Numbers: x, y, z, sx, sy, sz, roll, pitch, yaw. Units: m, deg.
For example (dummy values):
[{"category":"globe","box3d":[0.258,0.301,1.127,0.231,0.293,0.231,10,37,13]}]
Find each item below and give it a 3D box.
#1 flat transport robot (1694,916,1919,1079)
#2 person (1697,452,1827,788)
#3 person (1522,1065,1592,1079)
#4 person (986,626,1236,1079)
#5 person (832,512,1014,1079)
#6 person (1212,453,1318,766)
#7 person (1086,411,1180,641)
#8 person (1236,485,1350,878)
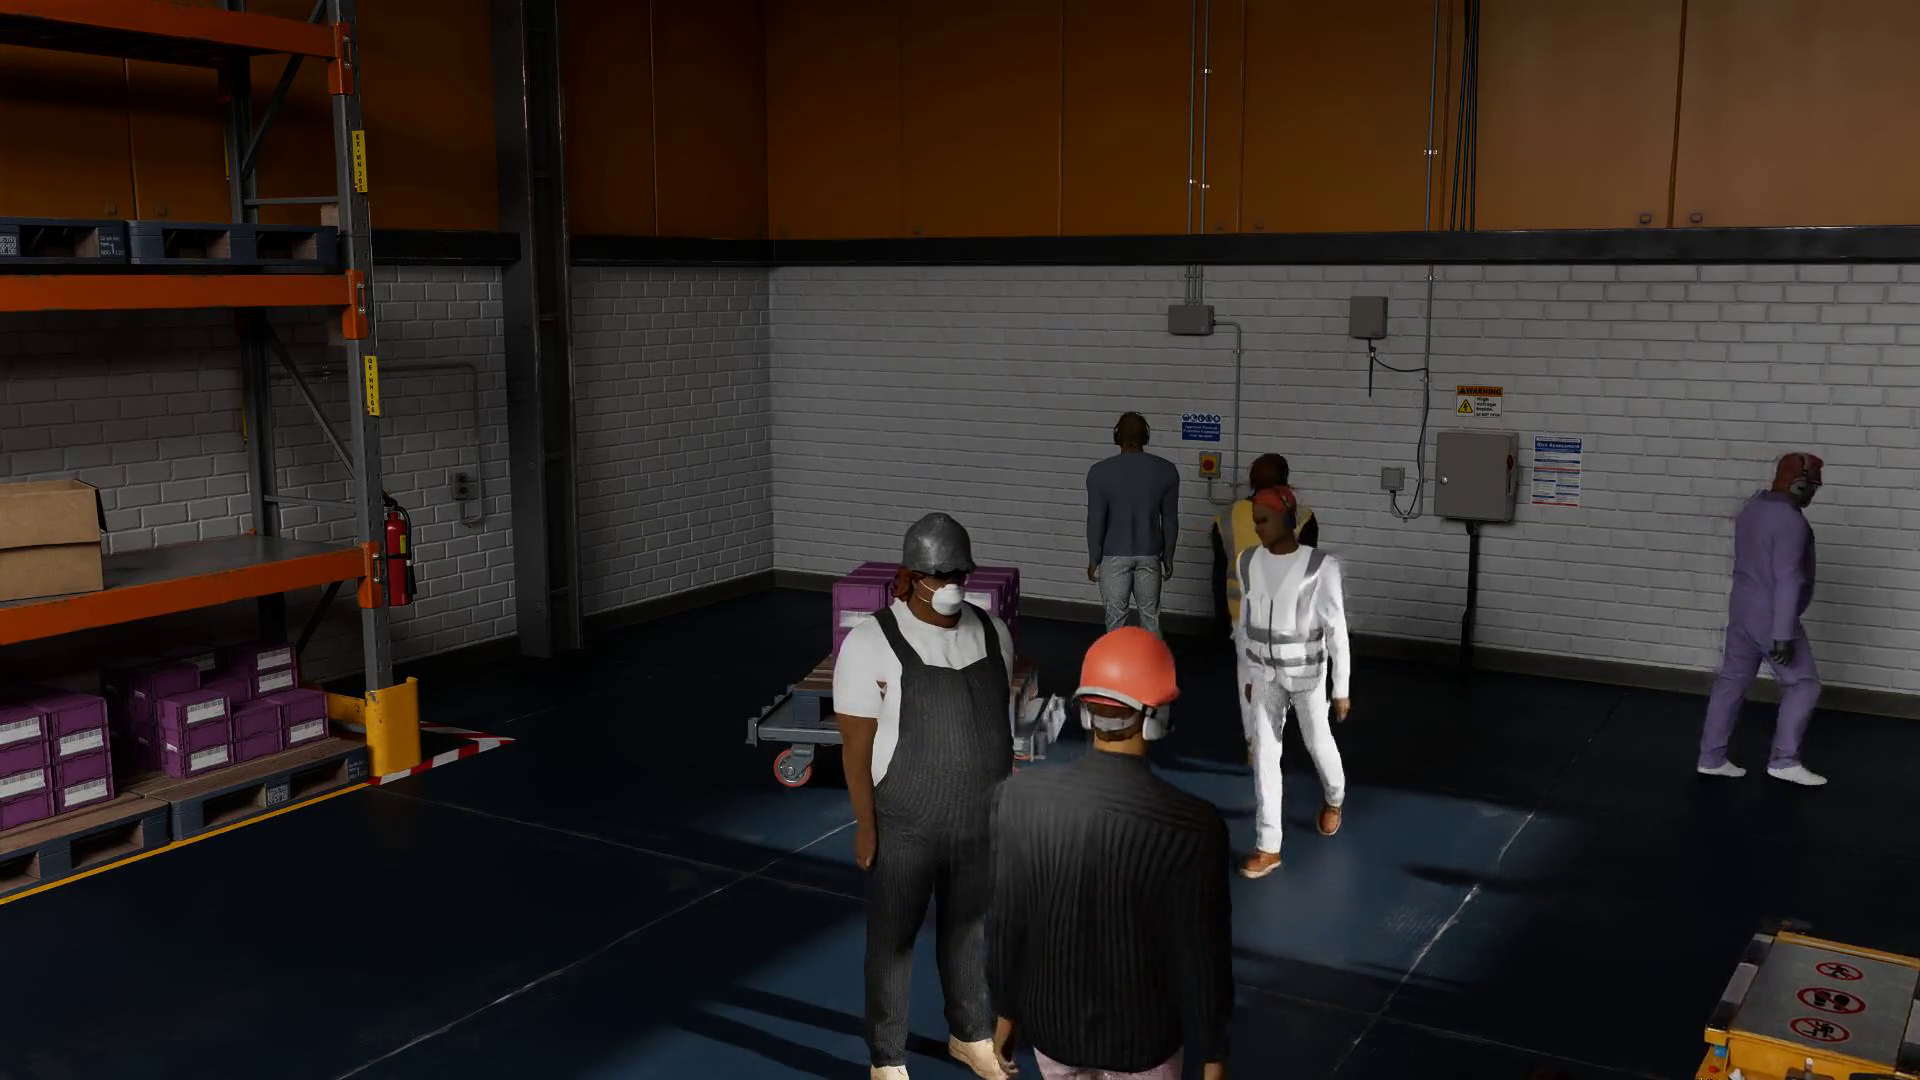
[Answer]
[{"category":"flat transport robot","box3d":[3.174,1.739,6.072,0.652,0.197,1.431,6,11,34]},{"category":"person","box3d":[4.507,0.449,9.157,0.767,1.862,0.776,0,9,2]},{"category":"person","box3d":[0.729,1.576,2.134,0.538,1.866,0.310,3,10,18]},{"category":"person","box3d":[0.368,1.199,4.118,0.638,1.980,0.507,5,10,29]},{"category":"person","box3d":[-0.057,0.913,5.725,0.684,2.000,0.538,-6,11,-32]},{"category":"person","box3d":[1.731,0.420,9.448,0.644,1.832,0.507,6,11,33]},{"category":"person","box3d":[1.132,0.116,11.015,0.631,1.940,0.372,-2,9,-10]},{"category":"person","box3d":[1.650,0.637,8.088,0.633,1.848,0.961,7,12,39]}]
